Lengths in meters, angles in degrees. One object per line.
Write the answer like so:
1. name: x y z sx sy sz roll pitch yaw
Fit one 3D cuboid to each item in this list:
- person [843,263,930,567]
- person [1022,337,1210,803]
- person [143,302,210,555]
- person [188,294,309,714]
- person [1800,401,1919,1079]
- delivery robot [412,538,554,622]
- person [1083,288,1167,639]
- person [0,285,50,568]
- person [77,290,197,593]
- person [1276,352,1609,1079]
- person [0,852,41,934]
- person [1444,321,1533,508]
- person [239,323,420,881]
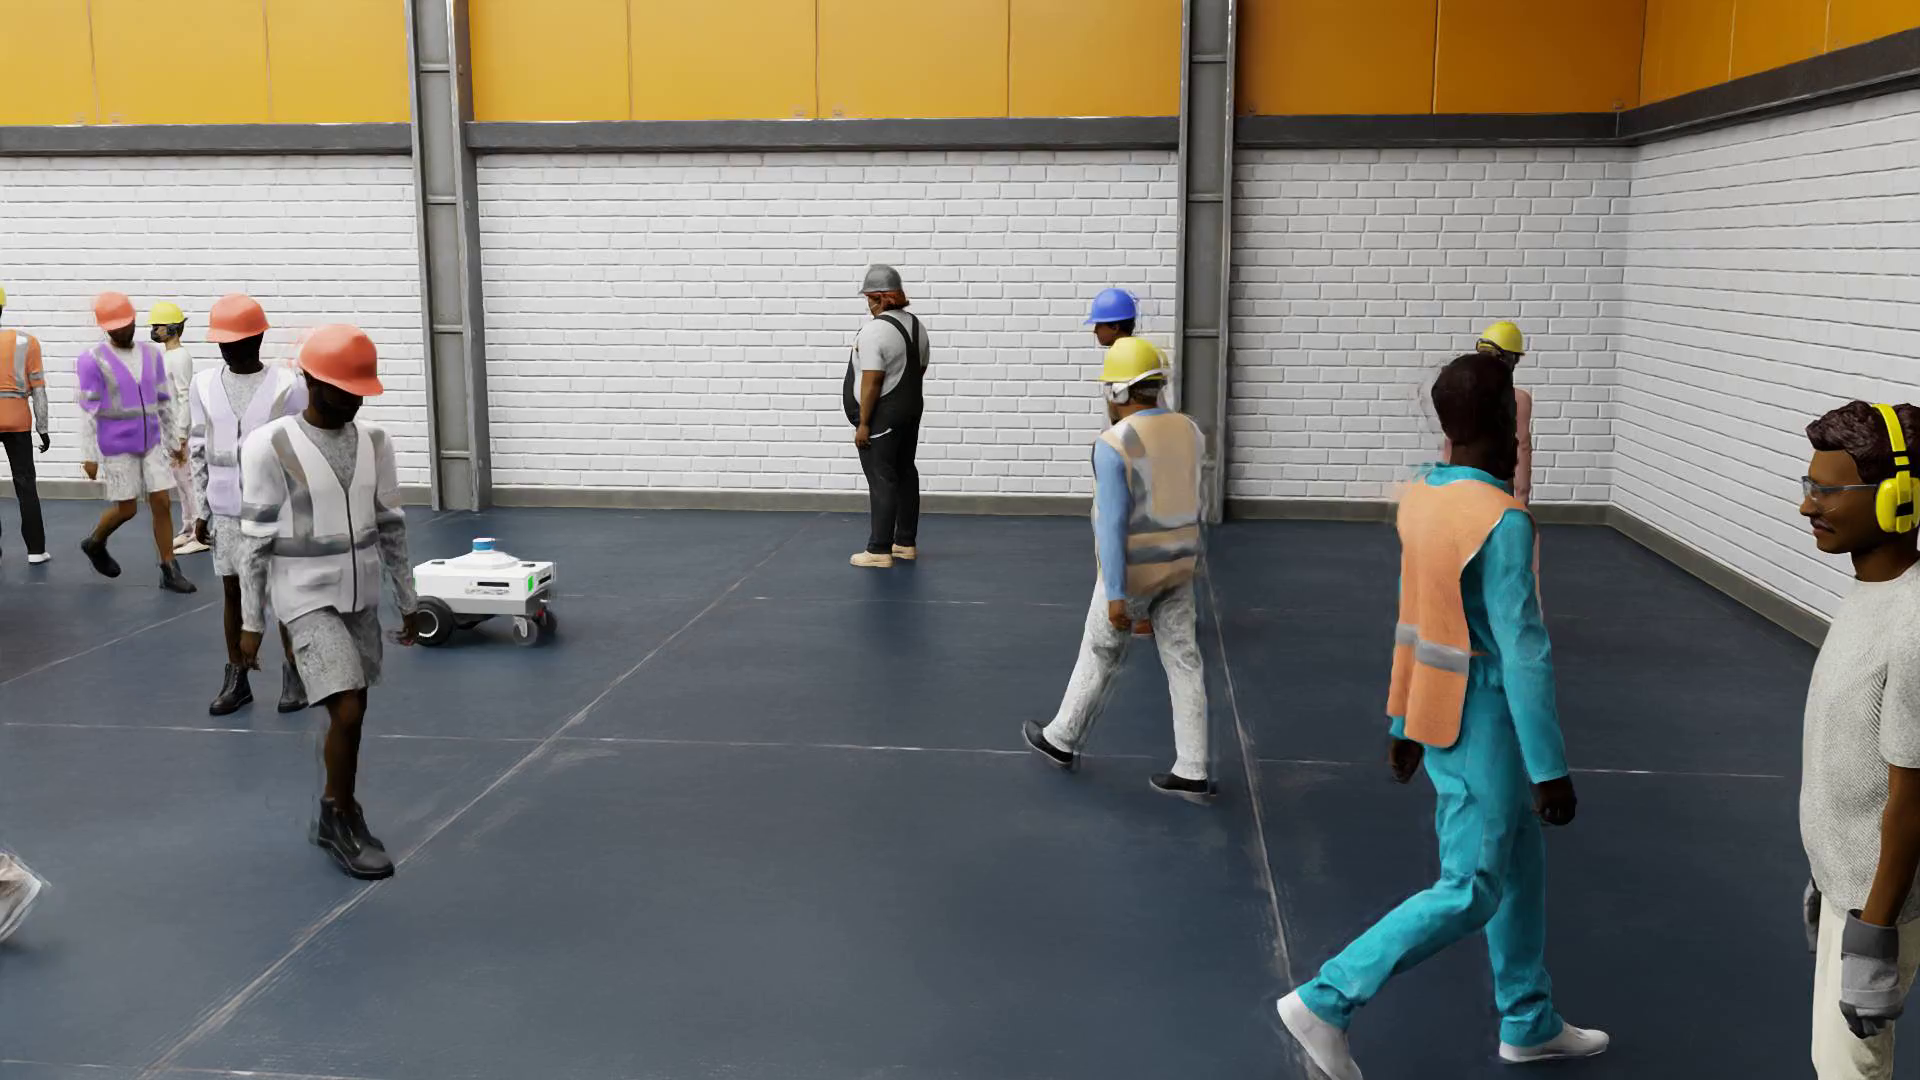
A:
1. person: -0.536 -0.844 11.244 0.537 2.000 0.679 6 11 30
2. person: 0.657 0.101 6.561 0.588 1.779 0.908 -8 13 -37
3. person: -5.502 -0.782 11.676 0.311 1.769 0.522 -7 12 -35
4. person: -3.242 -0.155 7.621 0.542 1.929 0.374 -1 10 -6
5. person: 1.666 0.670 3.109 0.334 1.860 0.509 4 11 21
6. delivery robot: -2.589 0.234 9.057 0.707 0.478 0.477 1 10 8
7. person: 0.935 -0.404 9.077 0.548 1.923 0.620 2 10 9
8. person: -6.441 -0.771 11.150 0.595 1.925 0.370 -6 11 -30
9. person: -5.167 -0.600 10.298 0.740 1.896 0.642 5 11 27
10. person: 1.267 0.471 4.191 0.880 1.875 0.591 0 10 0
11. person: -3.246 0.420 4.933 0.781 1.715 0.489 -5 11 -25
12. person: 2.801 -0.277 8.831 0.339 1.756 0.532 -7 12 -36
13. person: -2.091 0.215 5.610 0.679 1.888 0.591 6 12 32
